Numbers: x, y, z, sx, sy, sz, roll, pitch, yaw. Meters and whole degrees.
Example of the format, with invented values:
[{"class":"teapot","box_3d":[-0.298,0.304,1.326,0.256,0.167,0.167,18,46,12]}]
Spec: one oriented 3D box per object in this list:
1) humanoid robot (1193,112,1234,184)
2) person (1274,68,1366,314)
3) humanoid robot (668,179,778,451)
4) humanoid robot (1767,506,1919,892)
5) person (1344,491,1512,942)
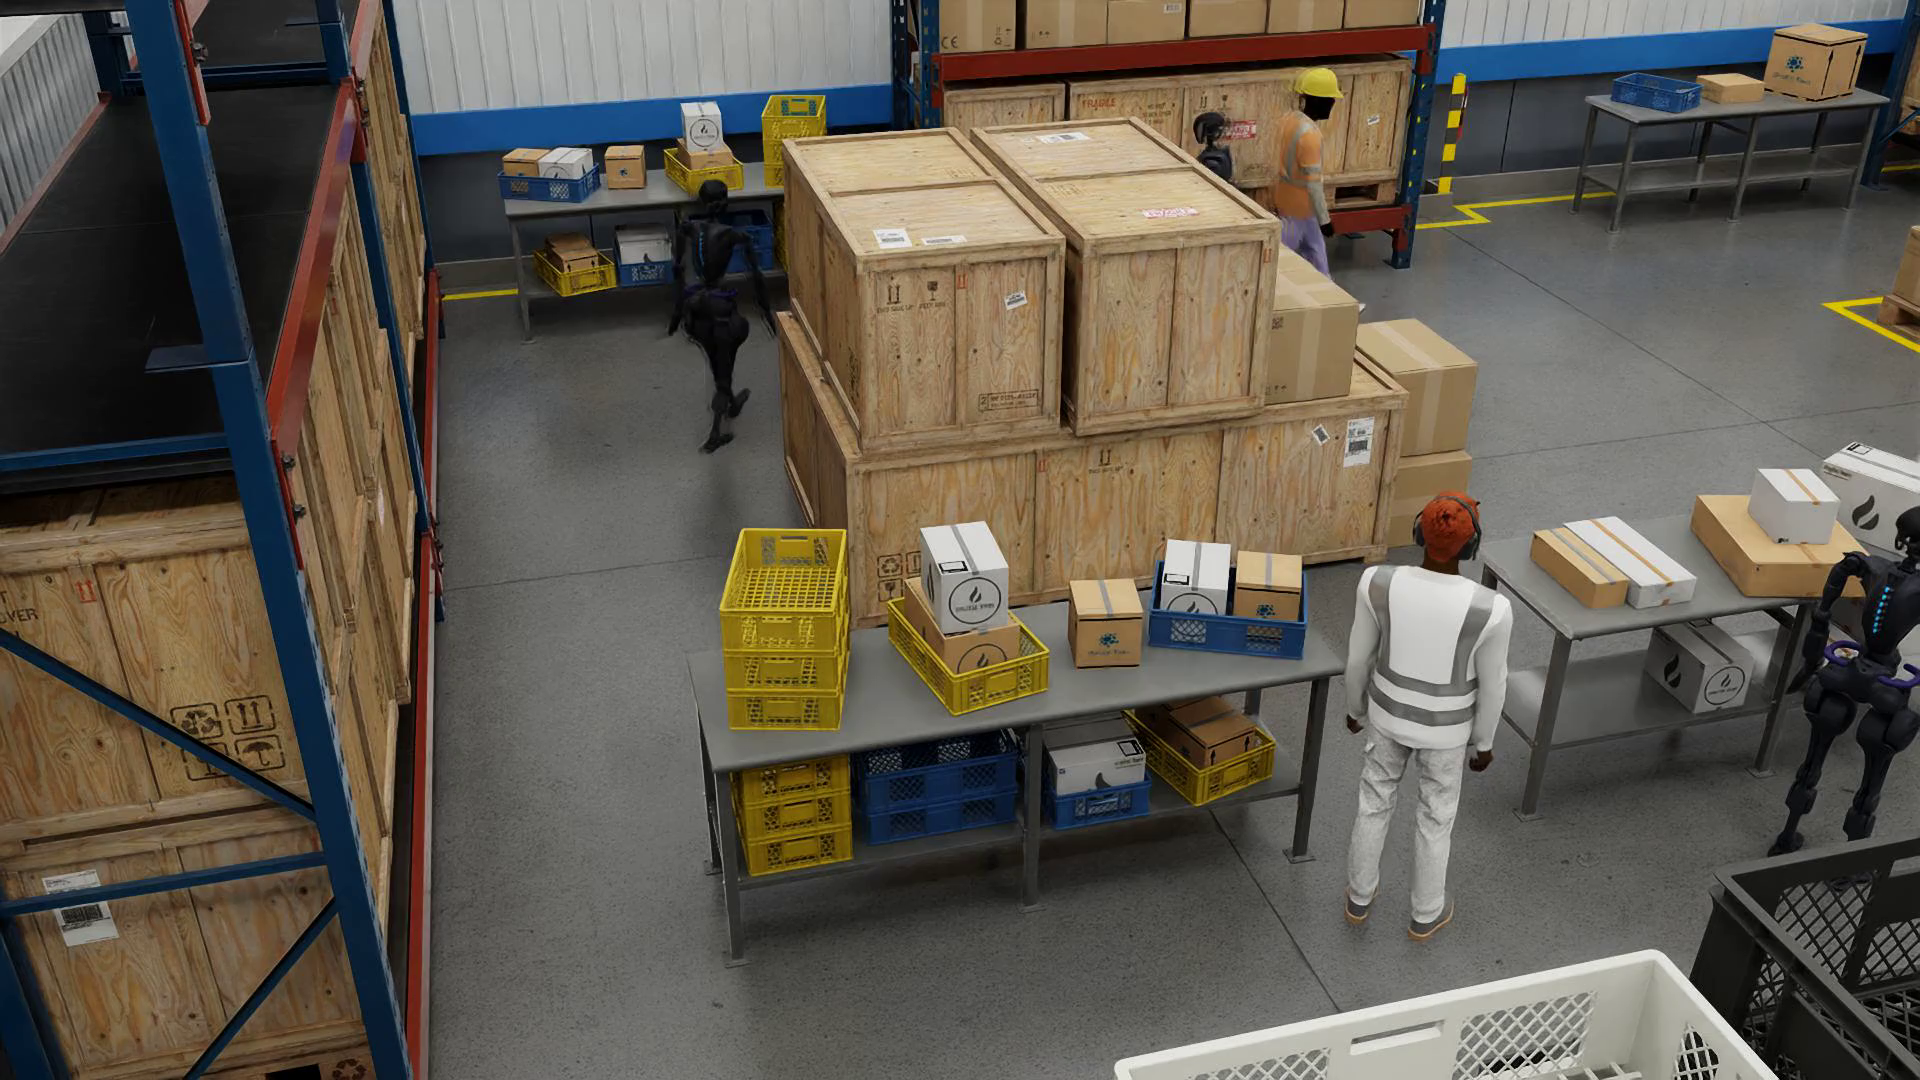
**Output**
[{"class":"humanoid robot","box_3d":[1.680,-2.131,11.537,0.630,1.639,0.609,0,29,1]},{"class":"person","box_3d":[2.514,-2.375,11.757,0.966,1.880,0.602,1,29,2]},{"class":"humanoid robot","box_3d":[-1.474,-1.423,10.272,0.619,1.623,0.760,14,32,23]},{"class":"humanoid robot","box_3d":[3.569,0.608,6.540,0.315,1.656,0.609,-22,36,-34]},{"class":"person","box_3d":[1.716,0.679,6.212,0.572,1.883,0.354,15,32,25]}]
